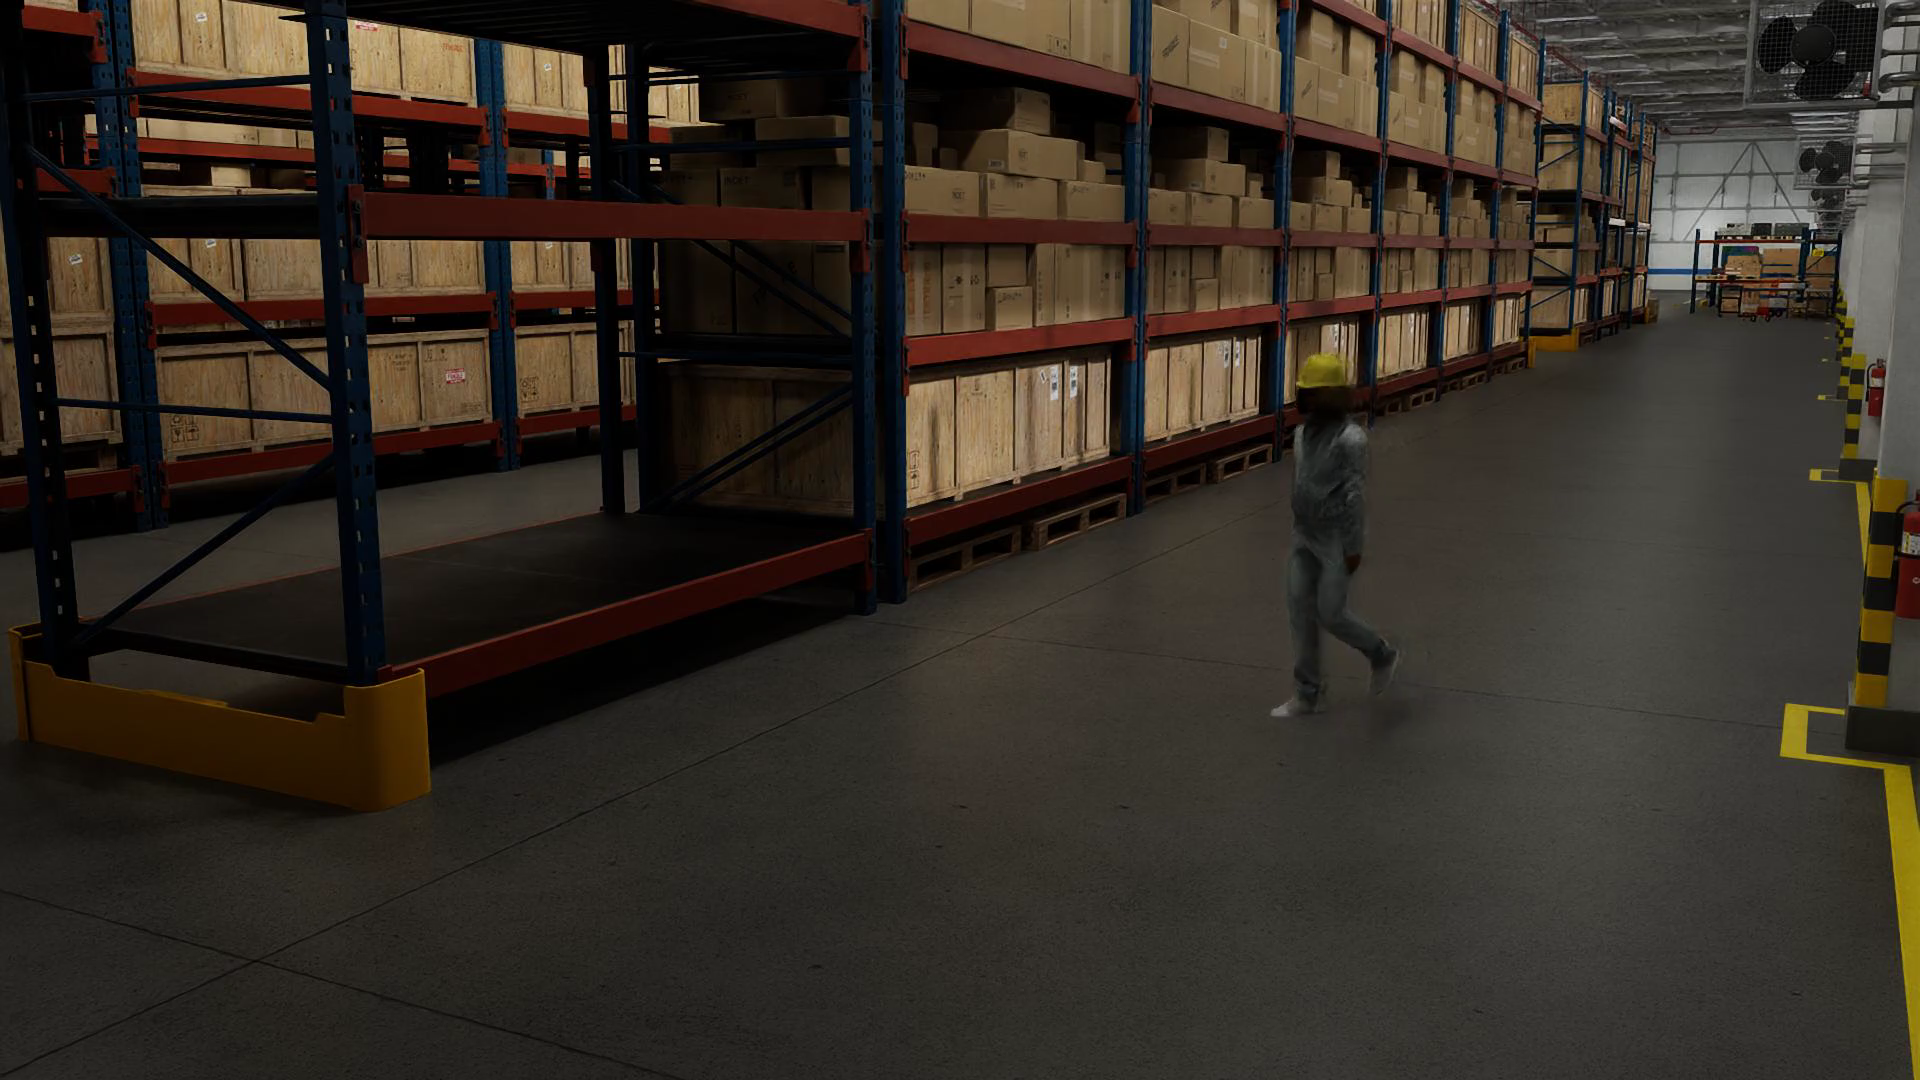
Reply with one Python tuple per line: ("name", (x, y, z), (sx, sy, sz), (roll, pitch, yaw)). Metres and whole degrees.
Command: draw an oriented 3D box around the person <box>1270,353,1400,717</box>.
("person", (1.767, -0.017, 7.809), (0.576, 1.728, 0.483), (-5, 11, -27))
